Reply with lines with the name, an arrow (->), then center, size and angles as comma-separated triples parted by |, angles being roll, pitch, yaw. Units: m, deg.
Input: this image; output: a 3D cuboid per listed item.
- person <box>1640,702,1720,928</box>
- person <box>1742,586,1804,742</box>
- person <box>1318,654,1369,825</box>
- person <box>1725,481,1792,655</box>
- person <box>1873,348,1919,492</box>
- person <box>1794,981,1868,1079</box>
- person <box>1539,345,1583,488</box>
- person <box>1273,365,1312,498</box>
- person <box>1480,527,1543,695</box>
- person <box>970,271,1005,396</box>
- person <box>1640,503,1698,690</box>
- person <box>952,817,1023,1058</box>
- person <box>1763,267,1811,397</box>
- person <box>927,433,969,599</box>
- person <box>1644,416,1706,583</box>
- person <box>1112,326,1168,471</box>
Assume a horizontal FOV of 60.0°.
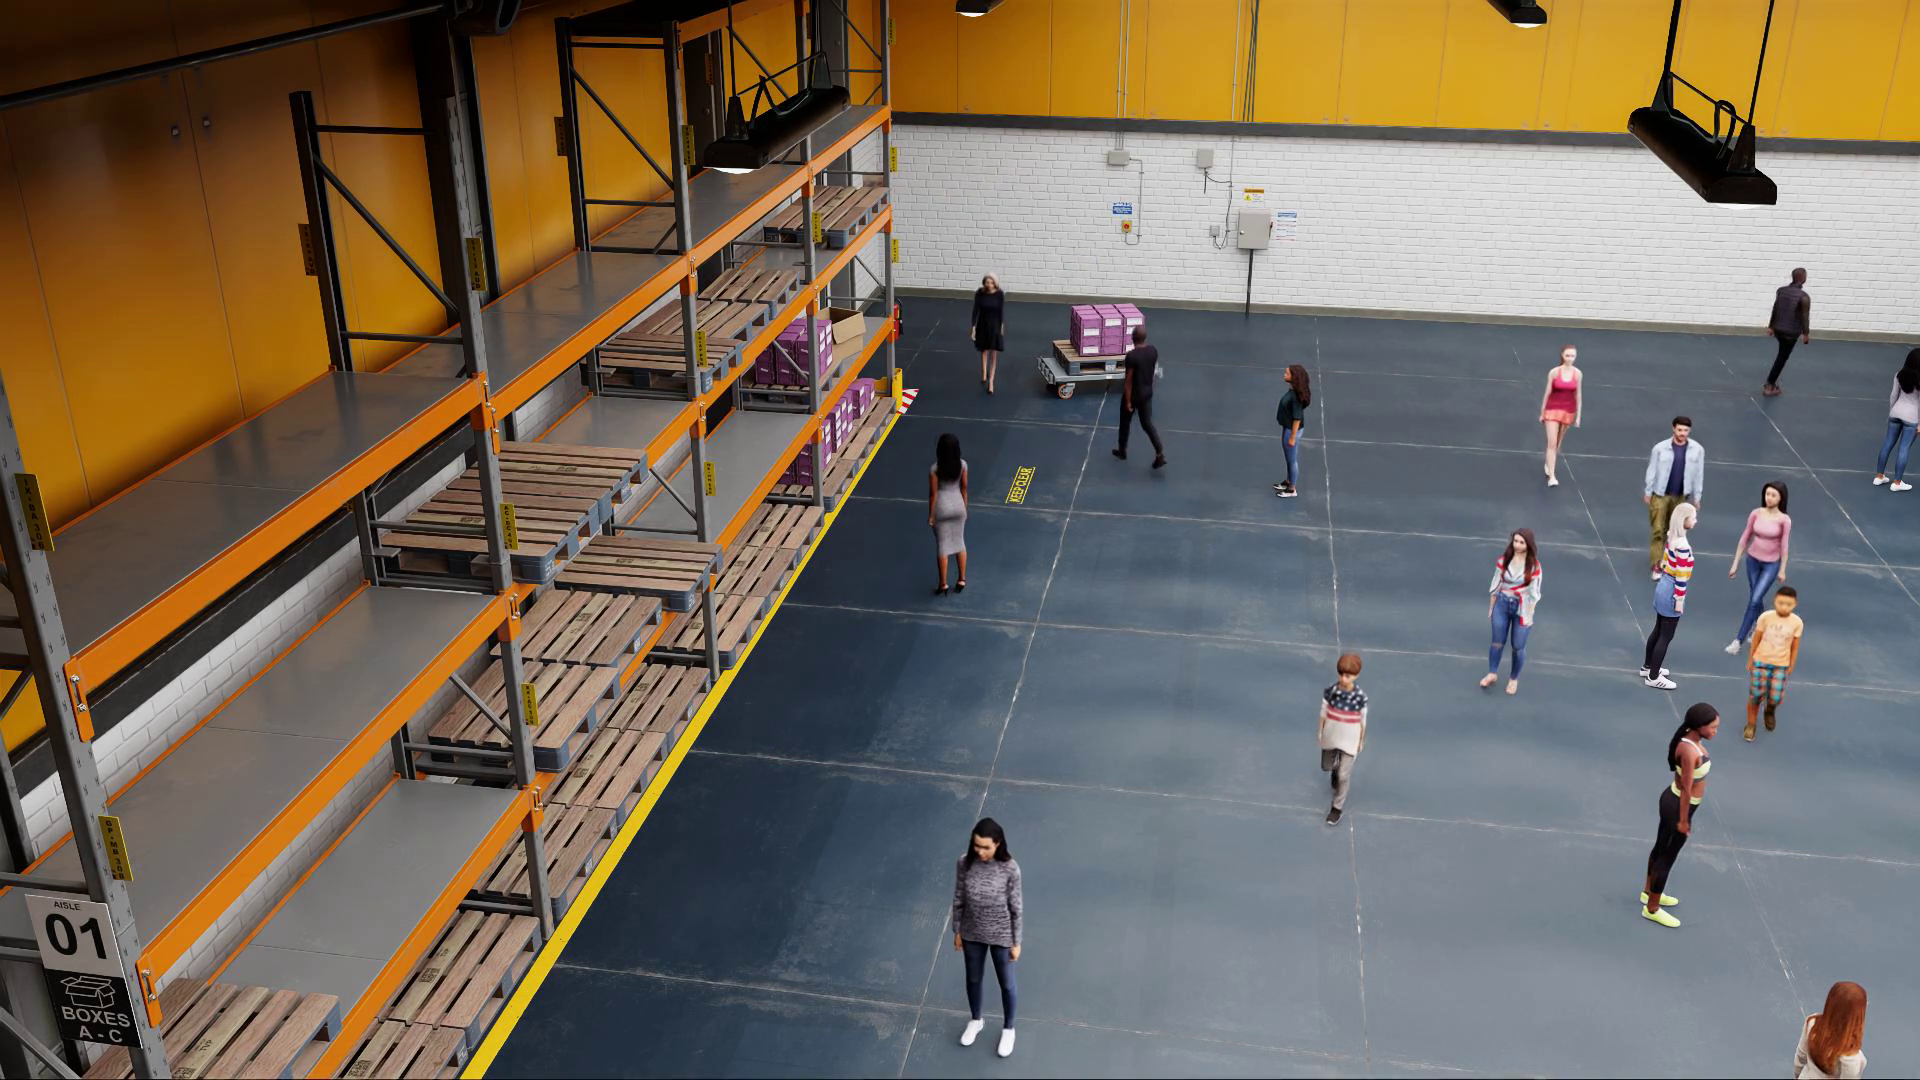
person -> 5.204, 1.961, 12.094 | 0.652, 1.755, 0.494 | 8, 25, 18
person -> 7.094, 1.051, 14.558 | 0.607, 1.449, 0.691 | 11, 26, 23
person -> 3.099, 1.549, 13.447 | 0.682, 1.425, 0.925 | 11, 26, 24
person -> 7.816, 0.232, 16.104 | 1.083, 1.712, 1.001 | -17, 29, -34
person -> 11.310, -1.455, 19.925 | 0.748, 1.742, 0.652 | -10, 26, -23
person -> 4.801, 3.195, 9.323 | 0.730, 1.713, 0.614 | -5, 24, -11
person -> 7.261, -1.538, 20.160 | 0.618, 1.707, 1.117 | 3, 24, 6
person -> 3.948, -1.305, 19.739 | 0.651, 1.616, 0.519 | 3, 24, 7
person -> 5.095, 0.635, 15.304 | 0.666, 1.613, 0.646 | 15, 28, 31
person -> 0.391, -2.946, 23.384 | 0.735, 1.704, 1.132 | 1, 24, 3
person -> 6.576, 0.492, 15.387 | 0.710, 1.809, 0.431 | 4, 24, 8
person -> 0.194, 2.538, 10.802 | 0.643, 1.731, 0.573 | 7, 25, 16
person -> 11.397, -2.872, 23.064 | 0.886, 1.823, 0.773 | -7, 25, -16
person -> -0.112, -0.262, 17.145 | 0.665, 1.781, 0.677 | -8, 25, -18
person -> 7.531, -0.489, 17.672 | 0.703, 1.776, 1.078 | 3, 24, 7
person -> 2.266, -1.723, 20.488 | 1.173, 1.782, 1.268 | -14, 27, -29
